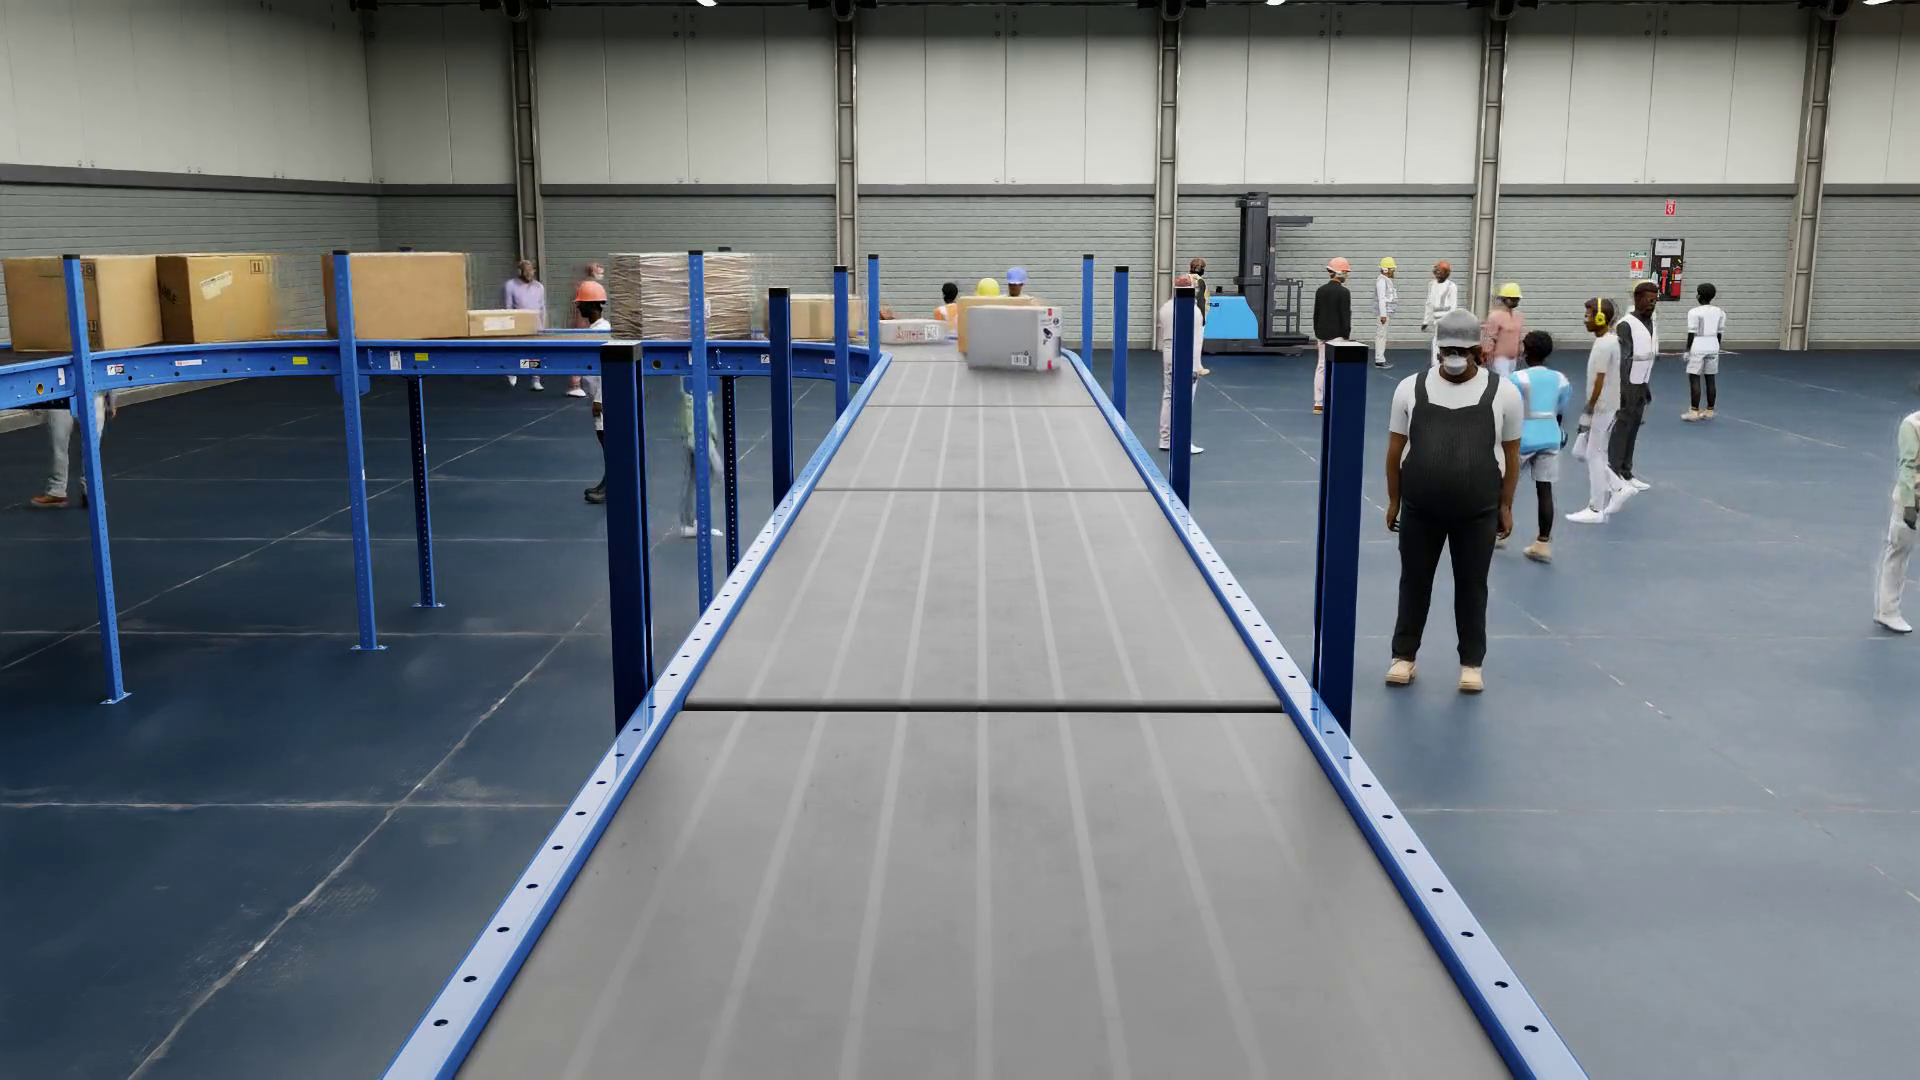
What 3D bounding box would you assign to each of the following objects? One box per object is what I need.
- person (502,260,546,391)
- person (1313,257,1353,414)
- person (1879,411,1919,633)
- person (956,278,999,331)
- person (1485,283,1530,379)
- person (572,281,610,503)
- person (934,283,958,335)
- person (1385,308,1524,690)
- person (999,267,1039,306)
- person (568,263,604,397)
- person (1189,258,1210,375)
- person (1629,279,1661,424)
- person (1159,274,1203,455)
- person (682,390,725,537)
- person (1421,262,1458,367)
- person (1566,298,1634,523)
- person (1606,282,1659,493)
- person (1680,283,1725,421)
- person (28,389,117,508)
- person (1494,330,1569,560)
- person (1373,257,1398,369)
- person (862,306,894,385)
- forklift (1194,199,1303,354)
[{"bbox_3d":[-6.318,-3.123,24.149,0.646,1.882,0.695,-8,14,-35],"label":"person"},{"bbox_3d":[4.752,-2.588,21.153,0.392,1.990,0.614,-6,12,-27],"label":"person"},{"bbox_3d":[5.798,-0.196,9.836,0.536,1.602,0.778,-3,11,-16],"label":"person"},{"bbox_3d":[0.241,-1.578,16.158,0.584,1.917,0.386,-5,12,-25],"label":"person"},{"bbox_3d":[6.320,-2.063,19.081,0.531,1.754,0.558,-8,14,-35],"label":"person"},{"bbox_3d":[-3.202,-1.305,14.696,0.373,1.939,0.545,-2,11,-9],"label":"person"},{"bbox_3d":[-0.128,-2.521,21.683,0.547,1.644,0.886,-7,13,-32],"label":"person"},{"bbox_3d":[2.595,-0.192,8.824,0.688,2.000,0.536,4,12,20],"label":"person"},{"bbox_3d":[0.614,-2.166,19.147,0.633,1.920,0.753,2,11,12],"label":"person"},{"bbox_3d":[-5.166,-2.931,23.258,0.763,1.864,0.639,-2,11,-11],"label":"person"},{"bbox_3d":[3.792,-3.595,26.722,0.429,1.842,0.626,-3,12,-17],"label":"person"},{"bbox_3d":[8.278,-2.283,20.211,0.549,1.750,0.385,-10,15,-43],"label":"person"},{"bbox_3d":[2.390,-1.882,17.770,0.397,1.900,0.665,-6,12,-27],"label":"person"},{"bbox_3d":[-1.981,-0.820,13.009,0.454,1.614,0.530,0,11,-2],"label":"person"},{"bbox_3d":[7.169,-3.234,24.887,0.637,1.841,0.650,-3,11,-14],"label":"person"},{"bbox_3d":[5.277,-1.060,13.688,0.477,1.848,0.496,3,11,14],"label":"person"},{"bbox_3d":[6.174,-1.405,15.275,0.393,1.915,0.587,10,15,42],"label":"person"},{"bbox_3d":[9.167,-2.321,20.540,0.540,1.695,0.317,-4,12,-18],"label":"person"},{"bbox_3d":[-7.664,-1.212,14.344,0.780,1.907,0.346,-5,12,-23],"label":"person"},{"bbox_3d":[4.198,-0.721,12.378,0.545,1.663,0.754,-3,11,-15],"label":"person"},{"bbox_3d":[7.092,-3.788,27.730,0.404,1.833,0.590,4,12,18],"label":"person"},{"bbox_3d":[-0.756,-1.490,16.448,0.530,1.624,0.369,10,15,43],"label":"person"},{"bbox_3d":[5.313,-4.851,30.603,1.873,2.768,1.129,0,11,1],"label":"forklift"}]
